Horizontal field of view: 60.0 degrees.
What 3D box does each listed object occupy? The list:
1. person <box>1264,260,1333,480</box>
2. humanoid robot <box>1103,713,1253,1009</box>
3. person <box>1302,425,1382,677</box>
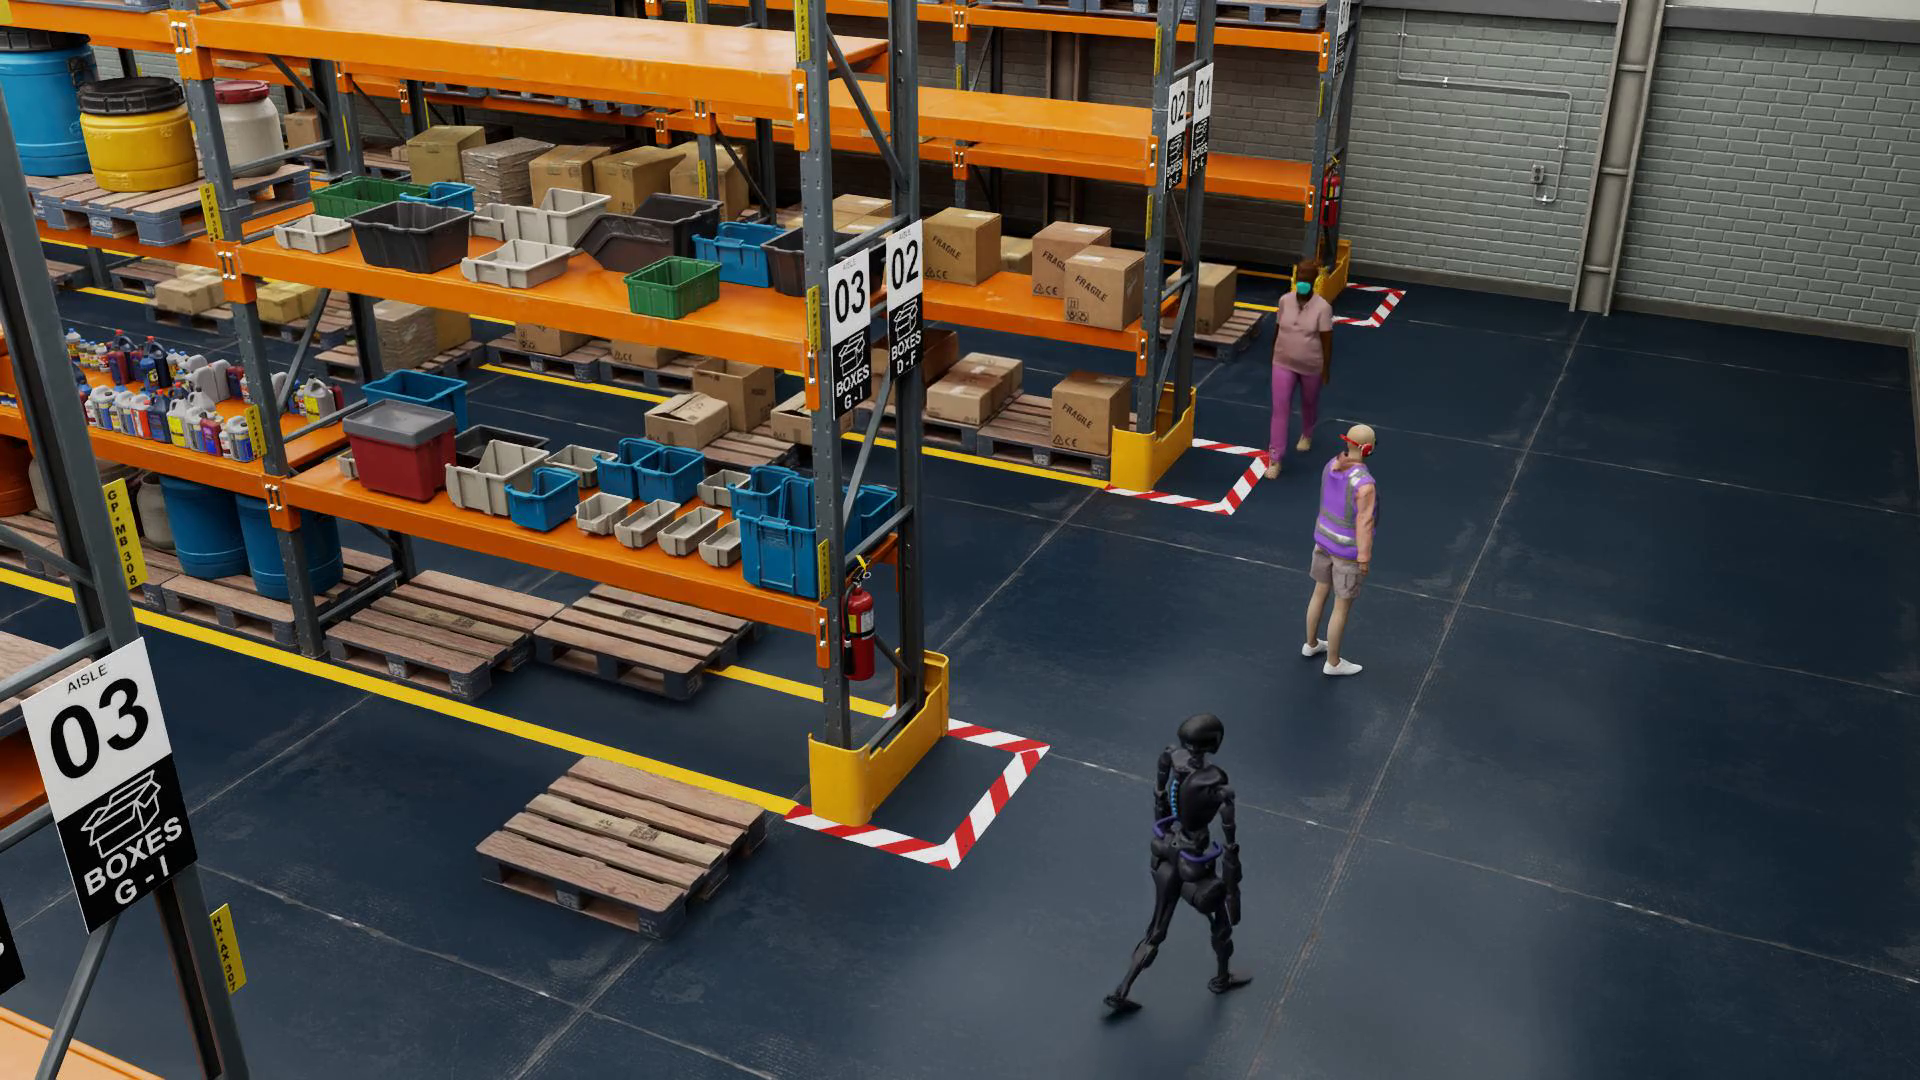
[{"bbox_3d":[2.787,-1.443,13.559,0.524,1.752,0.956,11,28,22],"label":"person"},{"bbox_3d":[1.056,1.499,7.762,0.791,1.644,0.600,-16,31,-30],"label":"humanoid robot"},{"bbox_3d":[2.436,0.059,10.588,0.352,1.688,0.489,-11,28,-21],"label":"person"}]
